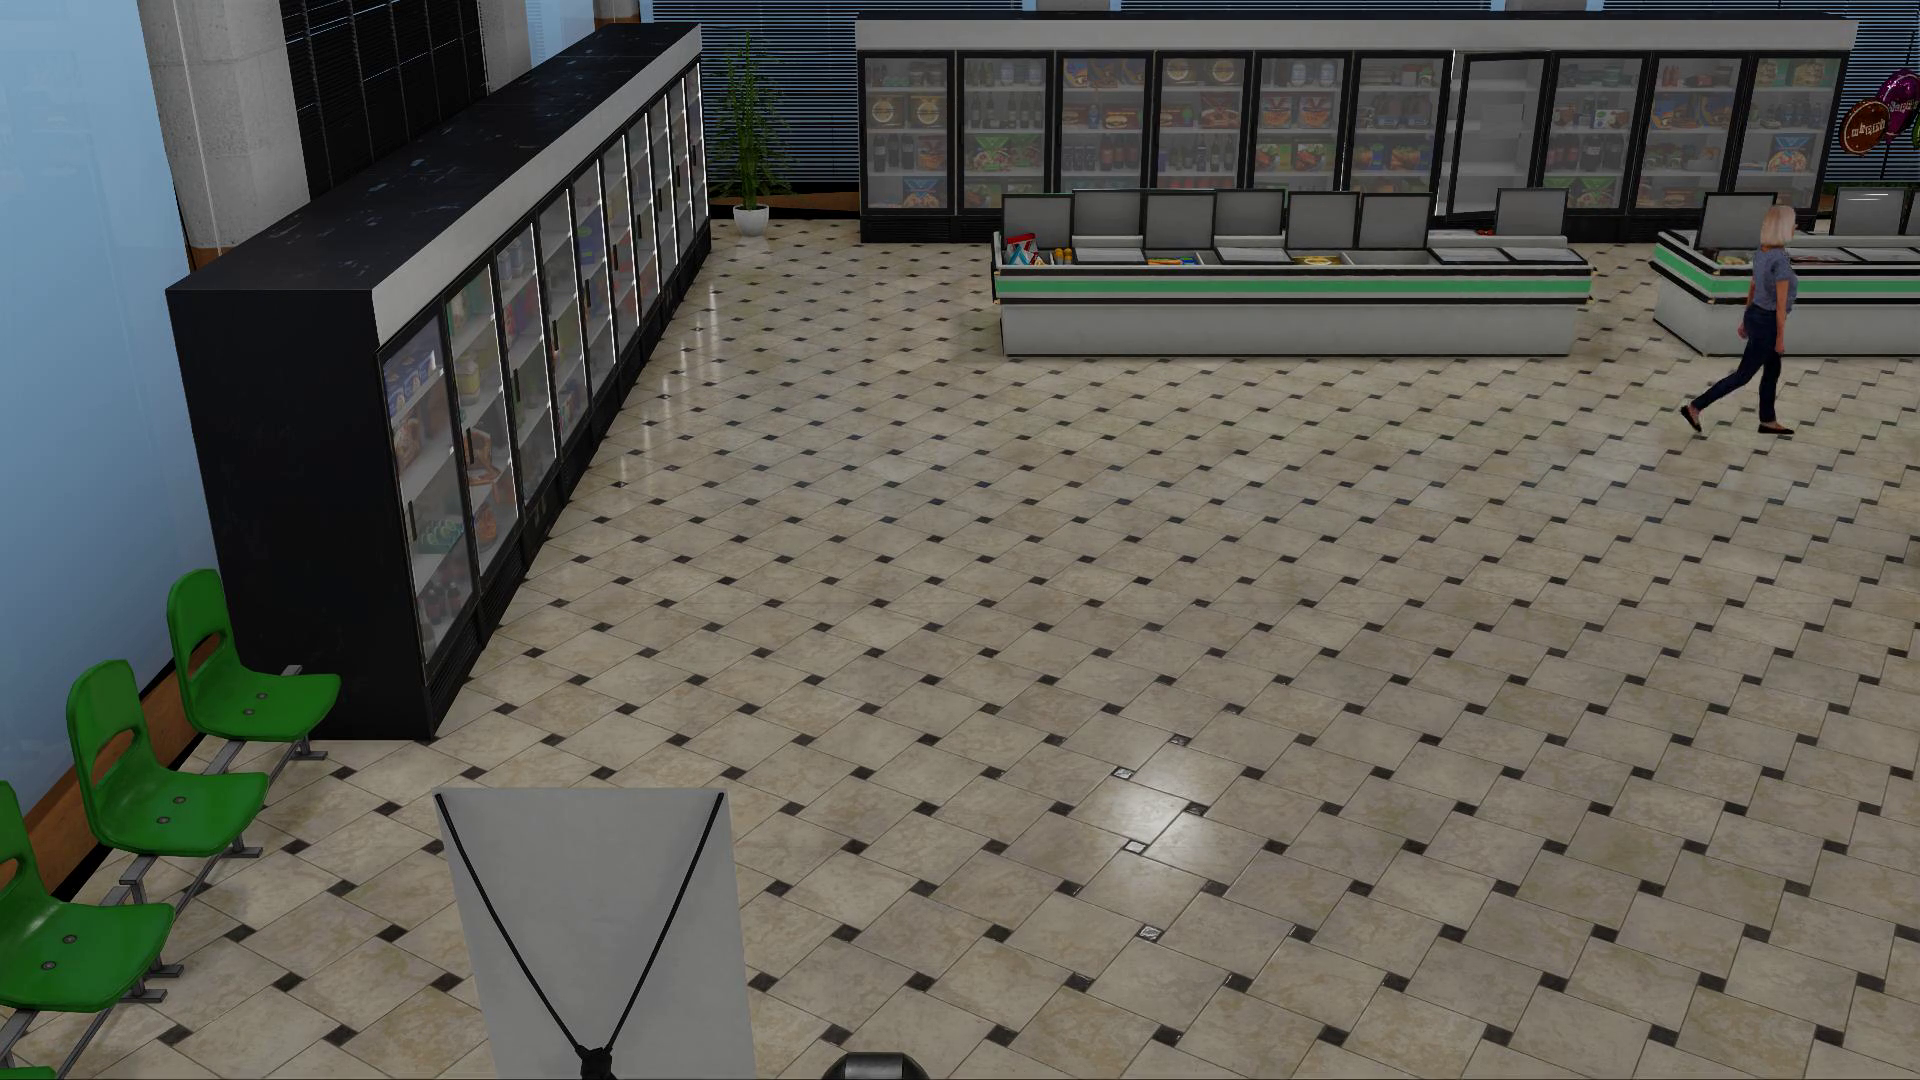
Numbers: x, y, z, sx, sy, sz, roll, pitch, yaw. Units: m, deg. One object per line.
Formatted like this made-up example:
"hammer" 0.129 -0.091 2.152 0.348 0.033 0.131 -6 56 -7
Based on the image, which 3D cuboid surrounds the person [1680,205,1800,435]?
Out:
"person" 5.685 -1.525 11.940 1.109 1.690 0.655 2 24 5
